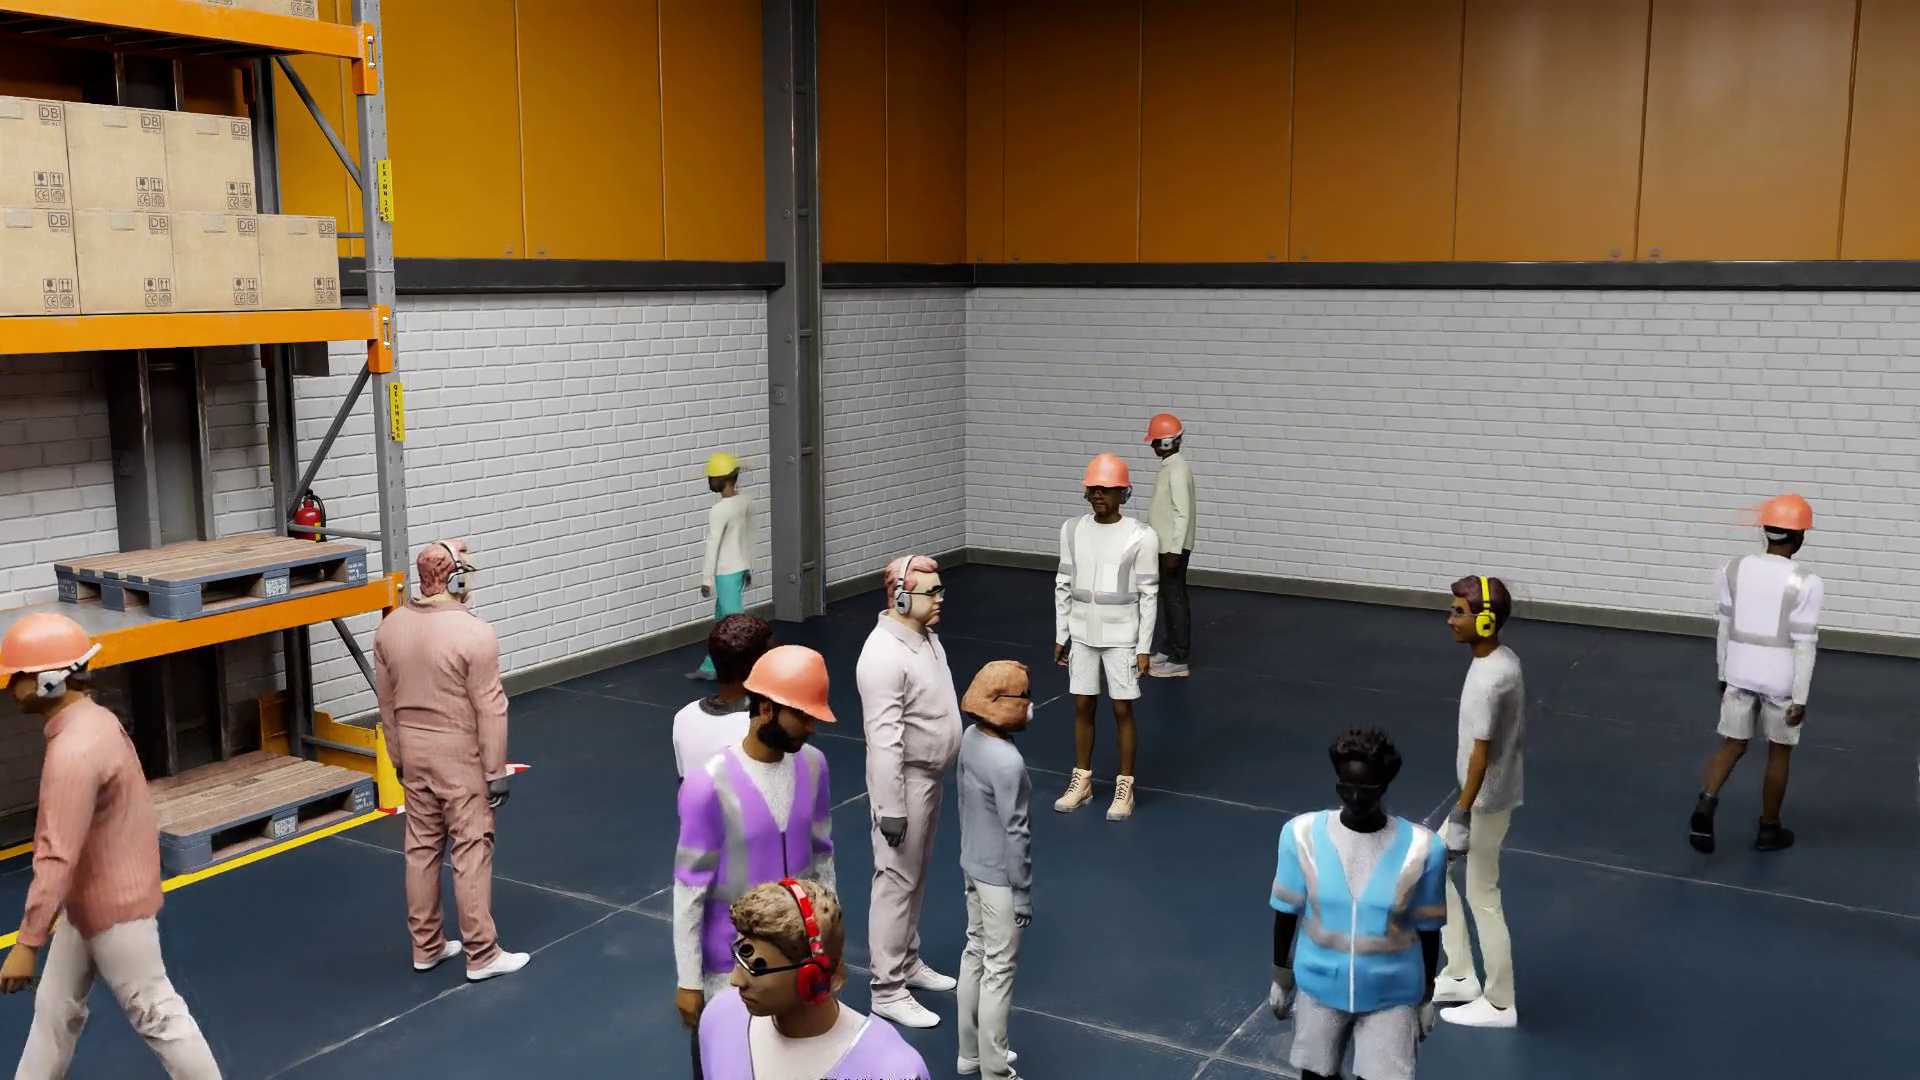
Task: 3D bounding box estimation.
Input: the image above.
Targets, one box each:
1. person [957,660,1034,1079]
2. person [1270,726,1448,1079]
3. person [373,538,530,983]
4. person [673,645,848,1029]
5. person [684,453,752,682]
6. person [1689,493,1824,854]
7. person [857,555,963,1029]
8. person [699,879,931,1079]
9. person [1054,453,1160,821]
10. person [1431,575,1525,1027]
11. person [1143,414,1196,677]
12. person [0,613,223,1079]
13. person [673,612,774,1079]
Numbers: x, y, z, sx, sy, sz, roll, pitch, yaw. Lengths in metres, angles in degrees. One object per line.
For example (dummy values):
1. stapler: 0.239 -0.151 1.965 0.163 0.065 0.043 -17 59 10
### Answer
1. person: 0.143 1.241 6.139 0.270 1.632 0.508 -3 10 -20
2. person: 1.246 1.370 5.216 0.535 1.673 0.685 4 10 21
3. person: -2.183 0.942 7.161 0.642 1.909 0.399 4 10 26
4. person: -0.646 1.264 5.178 0.604 1.911 0.516 -9 13 -44
5. person: -1.714 0.231 12.128 0.746 1.733 0.544 3 9 16
6. person: 4.095 0.714 8.553 0.741 1.920 0.550 -7 11 -36
7. person: -0.188 1.001 6.792 0.405 1.906 0.652 2 9 11
8. person: -0.295 1.569 3.445 0.564 1.841 0.391 6 11 34
9. person: 0.799 0.535 9.262 0.607 2.048 0.365 5 10 28
10. person: 2.014 1.049 6.672 0.579 1.849 0.551 3 10 17
11. person: 1.573 0.040 12.545 0.402 1.985 0.613 0 9 1
12. person: -2.901 1.201 5.423 1.003 1.935 0.624 -5 10 -28
13. person: -0.738 1.189 5.583 0.391 1.920 0.593 -8 12 -43
